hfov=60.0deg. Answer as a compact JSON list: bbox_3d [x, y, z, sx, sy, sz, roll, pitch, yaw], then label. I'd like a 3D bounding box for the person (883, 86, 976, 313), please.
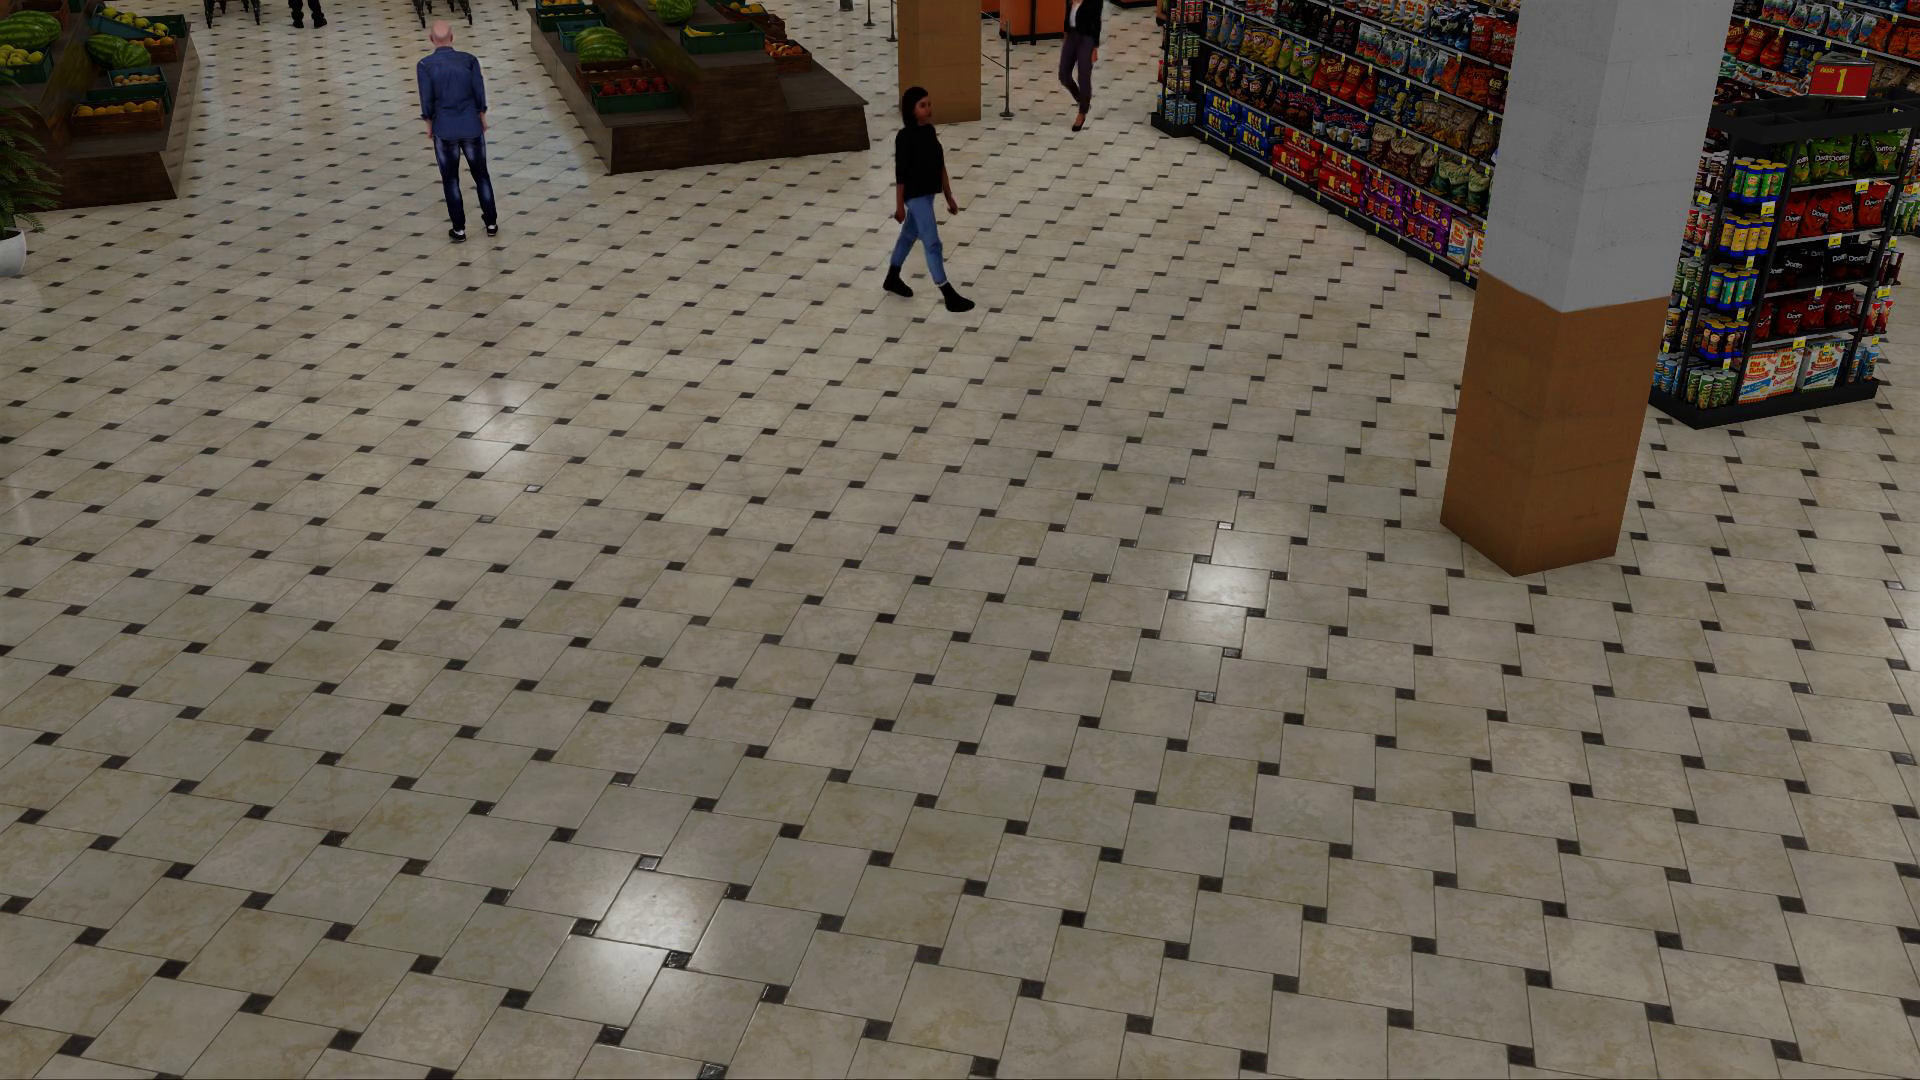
[{"bbox_3d":[-0.371,-2.557,12.553,1.171,1.651,1.020,17,33,28],"label":"person"}]

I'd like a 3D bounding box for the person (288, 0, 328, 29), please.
[{"bbox_3d":[-8.662,-7.622,21.652,0.714,1.823,0.621,-7,29,-13],"label":"person"}]

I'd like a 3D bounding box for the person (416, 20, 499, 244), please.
[{"bbox_3d":[-4.219,-3.429,13.970,0.734,1.825,0.618,-13,31,-22],"label":"person"}]

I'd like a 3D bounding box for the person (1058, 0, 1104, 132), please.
[{"bbox_3d":[1.288,-5.067,17.140,0.750,1.661,0.821,20,35,32],"label":"person"}]
